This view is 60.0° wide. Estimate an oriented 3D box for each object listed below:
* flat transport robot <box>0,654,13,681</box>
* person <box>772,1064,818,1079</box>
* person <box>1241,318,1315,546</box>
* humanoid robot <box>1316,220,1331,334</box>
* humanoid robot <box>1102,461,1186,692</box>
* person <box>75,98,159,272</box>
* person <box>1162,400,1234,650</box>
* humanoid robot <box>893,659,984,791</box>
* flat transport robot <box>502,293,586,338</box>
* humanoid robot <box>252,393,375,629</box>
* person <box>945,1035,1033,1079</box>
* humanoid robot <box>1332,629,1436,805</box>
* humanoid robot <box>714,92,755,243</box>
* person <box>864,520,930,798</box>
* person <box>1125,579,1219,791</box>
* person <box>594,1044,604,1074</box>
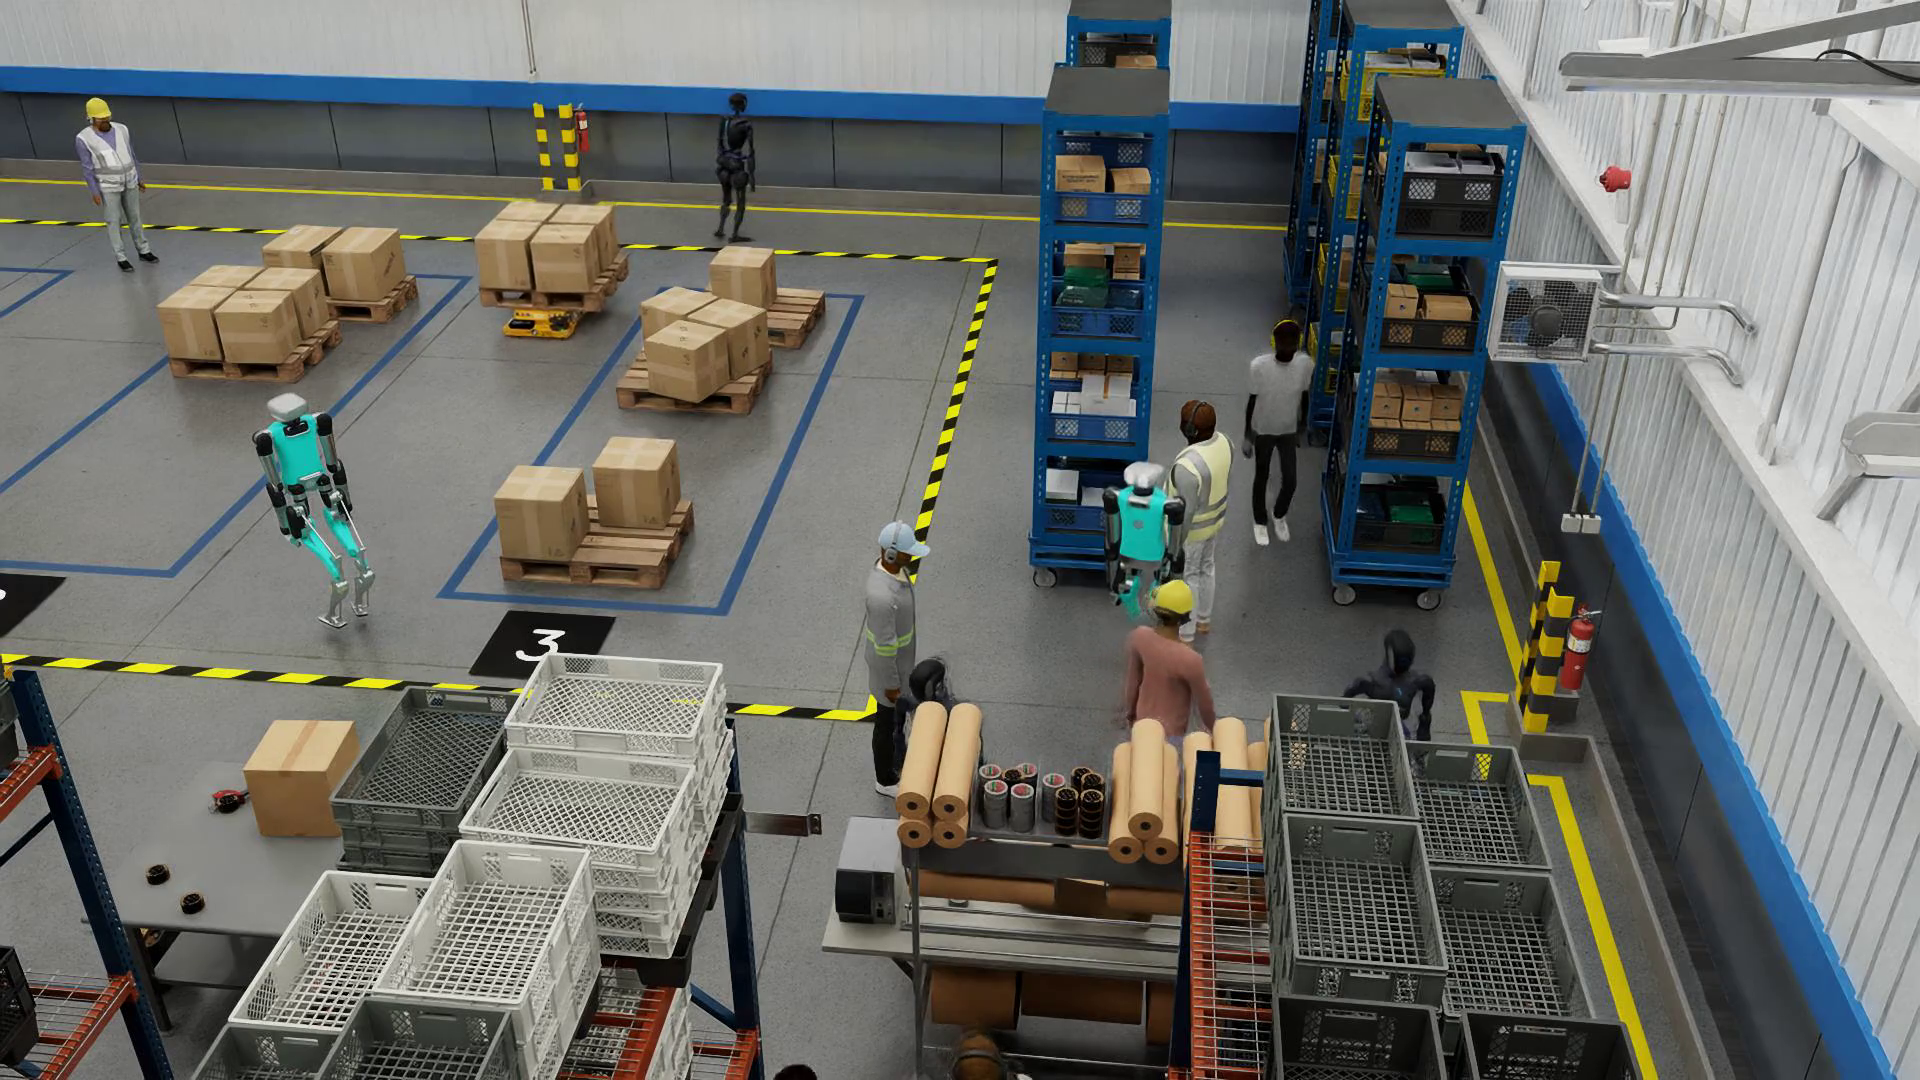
[{"bbox_3d":[-7.142,0.969,11.010,1.431,0.231,0.659,3,30,6],"label":"flat transport robot"},{"bbox_3d":[-0.585,2.760,6.325,0.600,1.891,0.839,2,30,4],"label":"person"},{"bbox_3d":[2.358,-0.794,12.461,0.503,1.855,0.445,0,30,0],"label":"person"},{"bbox_3d":[3.506,-2.515,15.579,0.315,1.657,0.599,17,34,27],"label":"humanoid robot"},{"bbox_3d":[1.262,0.247,10.890,0.550,1.891,0.767,13,33,21],"label":"humanoid robot"},{"bbox_3d":[-8.913,-3.768,17.590,0.404,1.830,0.602,19,35,29],"label":"person"},{"bbox_3d":[1.566,-0.099,11.280,0.429,1.841,0.633,19,35,29],"label":"person"},{"bbox_3d":[-0.108,1.355,8.989,0.612,1.625,0.751,18,35,28],"label":"humanoid robot"},{"bbox_3d":[-4.065,-2.416,16.796,0.652,0.197,1.431,3,30,6],"label":"flat transport robot"},{"bbox_3d":[-4.312,-0.141,11.319,0.533,1.680,0.735,-26,39,-37],"label":"humanoid robot"},{"bbox_3d":[0.072,2.603,6.656,0.593,1.826,0.484,-8,31,-14],"label":"person"},{"bbox_3d":[2.312,1.218,9.176,0.601,1.639,0.365,-4,31,-8],"label":"humanoid robot"},{"bbox_3d":[-2.510,-4.098,18.309,0.607,1.636,0.406,22,37,33],"label":"humanoid robot"},{"bbox_3d":[-0.371,0.702,9.898,0.389,1.848,0.586,2,30,3],"label":"person"},{"bbox_3d":[1.199,1.002,9.513,0.958,1.705,0.528,-17,34,-27],"label":"person"},{"bbox_3d":[-1.553,2.547,6.836,0.321,1.737,0.502,-6,31,-10],"label":"person"}]
